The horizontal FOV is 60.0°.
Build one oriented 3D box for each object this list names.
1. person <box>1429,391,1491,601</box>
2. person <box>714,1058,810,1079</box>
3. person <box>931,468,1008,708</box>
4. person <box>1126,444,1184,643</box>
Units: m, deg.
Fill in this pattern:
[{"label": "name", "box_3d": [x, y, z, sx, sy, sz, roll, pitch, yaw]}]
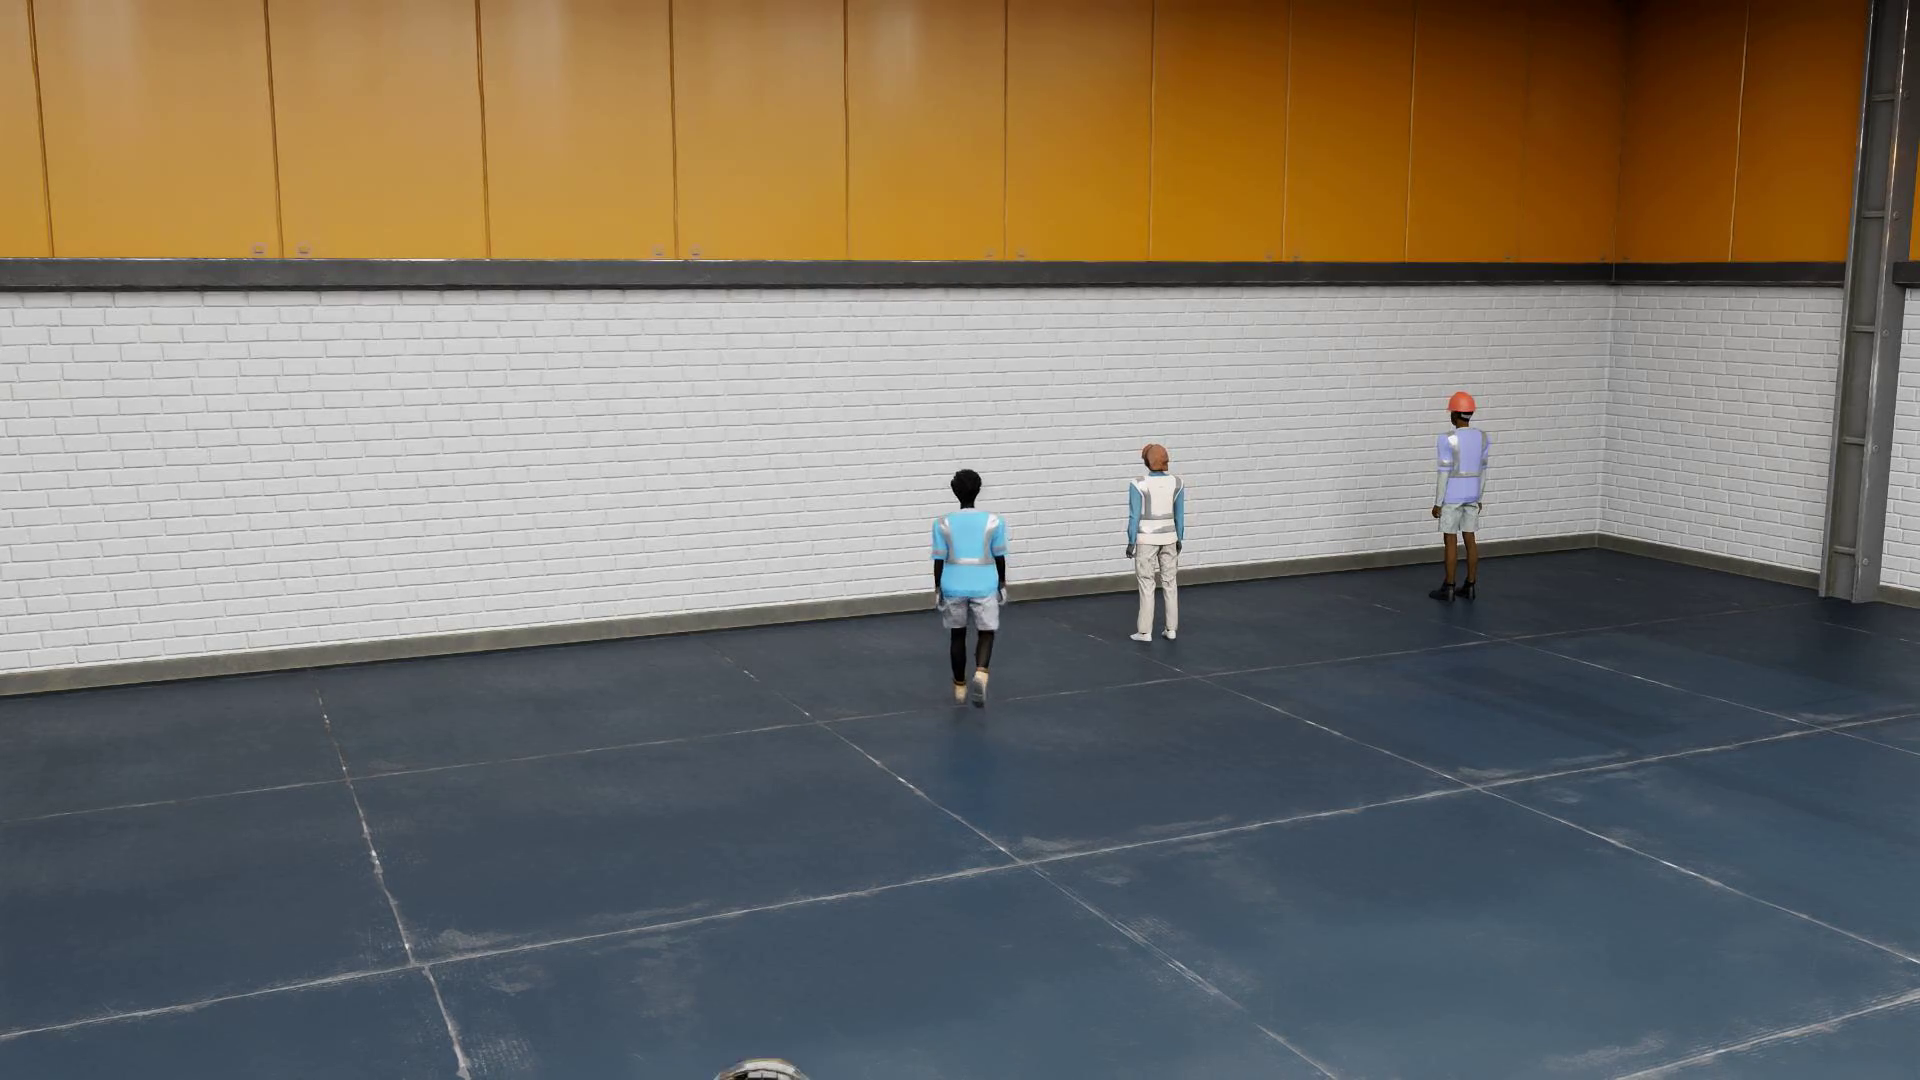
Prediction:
[{"label": "person", "box_3d": [4.601, -0.399, 15.364, 0.545, 1.938, 0.355, -4, 10, -22]}, {"label": "person", "box_3d": [-0.288, 1.702, 2.384, 0.631, 1.921, 0.748, -2, 9, -10]}, {"label": "person", "box_3d": [0.058, 0.345, 11.526, 0.538, 1.680, 0.605, 1, 9, 4]}, {"label": "person", "box_3d": [1.602, 0.030, 13.633, 0.523, 1.636, 0.309, -4, 10, -22]}]
